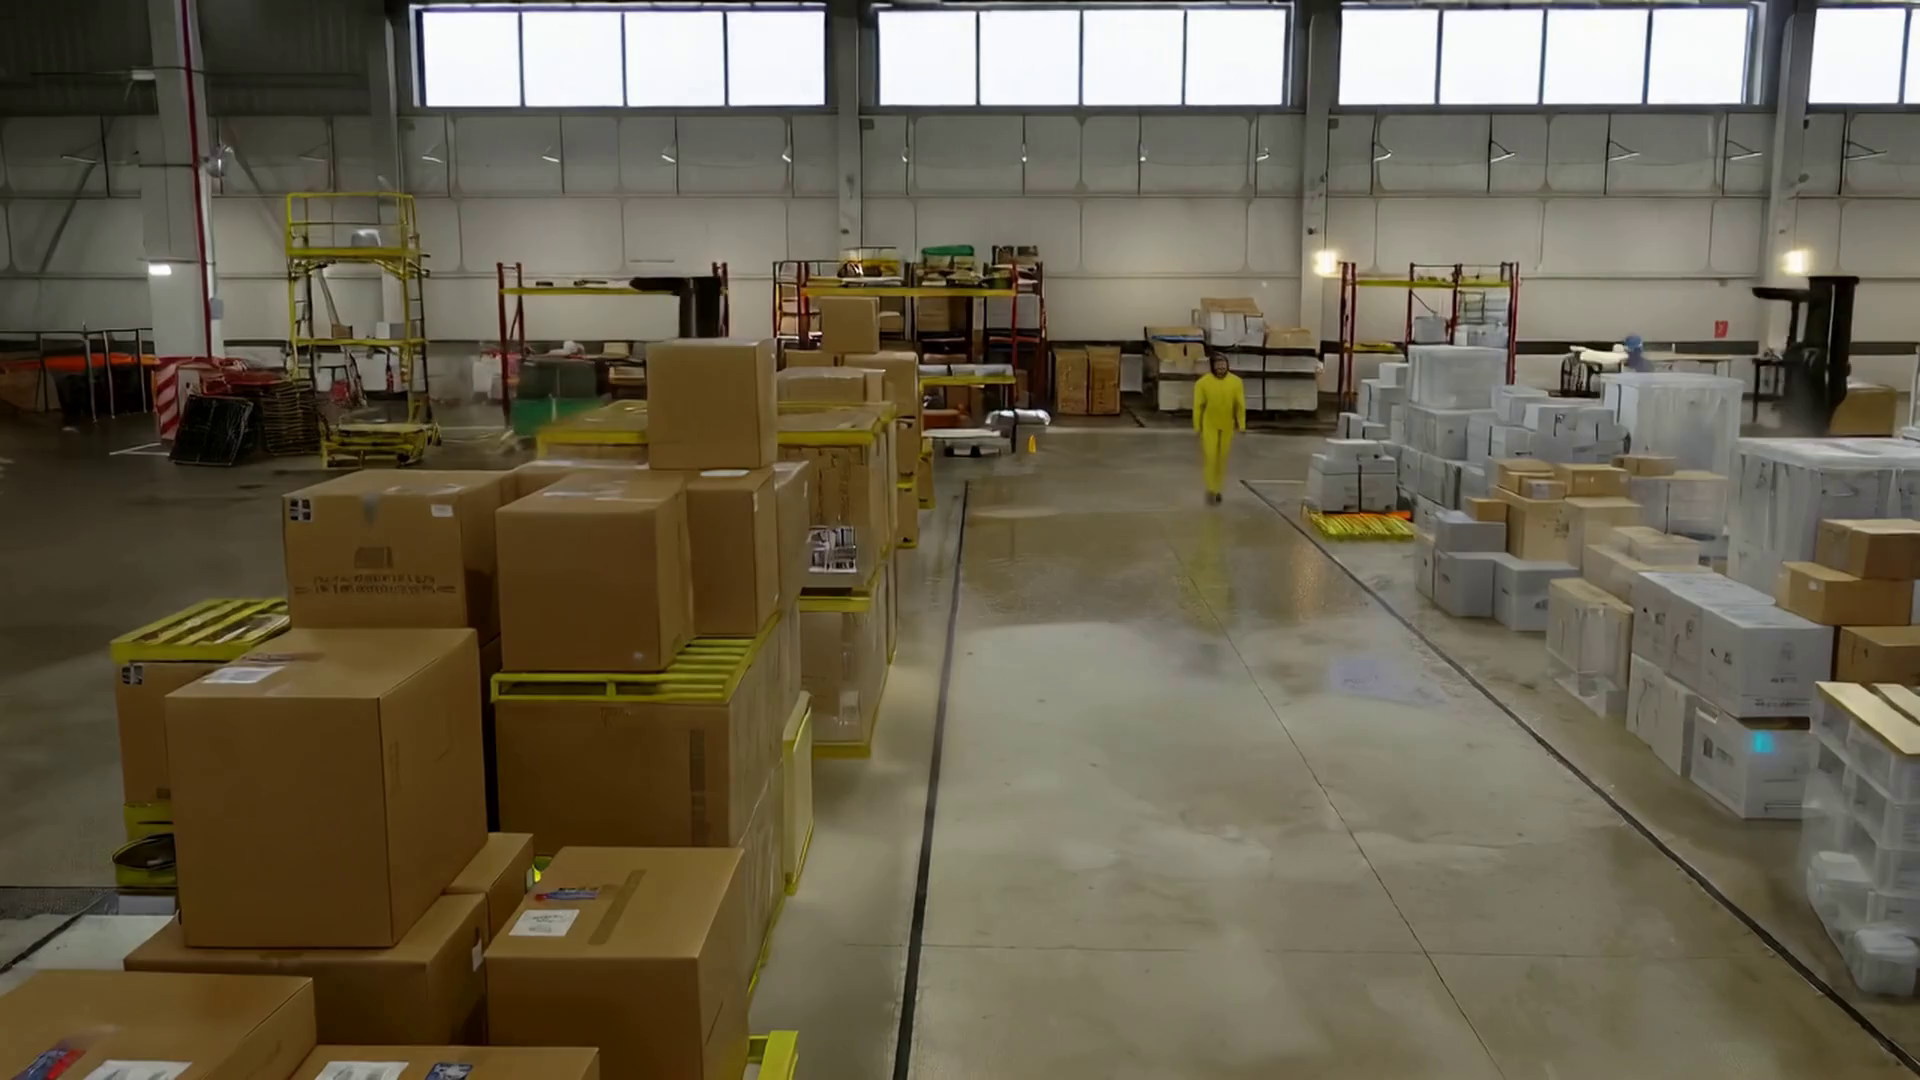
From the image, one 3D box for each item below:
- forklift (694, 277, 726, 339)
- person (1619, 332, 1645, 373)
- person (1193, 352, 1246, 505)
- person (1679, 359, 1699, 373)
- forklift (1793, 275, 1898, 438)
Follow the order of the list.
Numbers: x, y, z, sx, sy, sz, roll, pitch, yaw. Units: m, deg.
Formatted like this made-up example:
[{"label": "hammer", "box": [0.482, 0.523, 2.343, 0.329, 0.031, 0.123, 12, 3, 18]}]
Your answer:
[{"label": "forklift", "box": [-3.610, -2.402, 24.023, 1.873, 2.768, 1.129, -1, 10, -5]}, {"label": "person", "box": [10.193, -2.192, 25.479, 0.608, 1.974, 0.623, 4, 10, 24]}, {"label": "person", "box": [3.270, -1.385, 20.855, 0.634, 1.909, 0.867, -1, 9, -3]}, {"label": "person", "box": [9.010, -1.325, 20.679, 0.632, 1.841, 0.429, -3, 10, -18]}, {"label": "forklift", "box": [13.751, -2.794, 26.372, 1.873, 2.768, 1.129, 0, 9, 1]}]
